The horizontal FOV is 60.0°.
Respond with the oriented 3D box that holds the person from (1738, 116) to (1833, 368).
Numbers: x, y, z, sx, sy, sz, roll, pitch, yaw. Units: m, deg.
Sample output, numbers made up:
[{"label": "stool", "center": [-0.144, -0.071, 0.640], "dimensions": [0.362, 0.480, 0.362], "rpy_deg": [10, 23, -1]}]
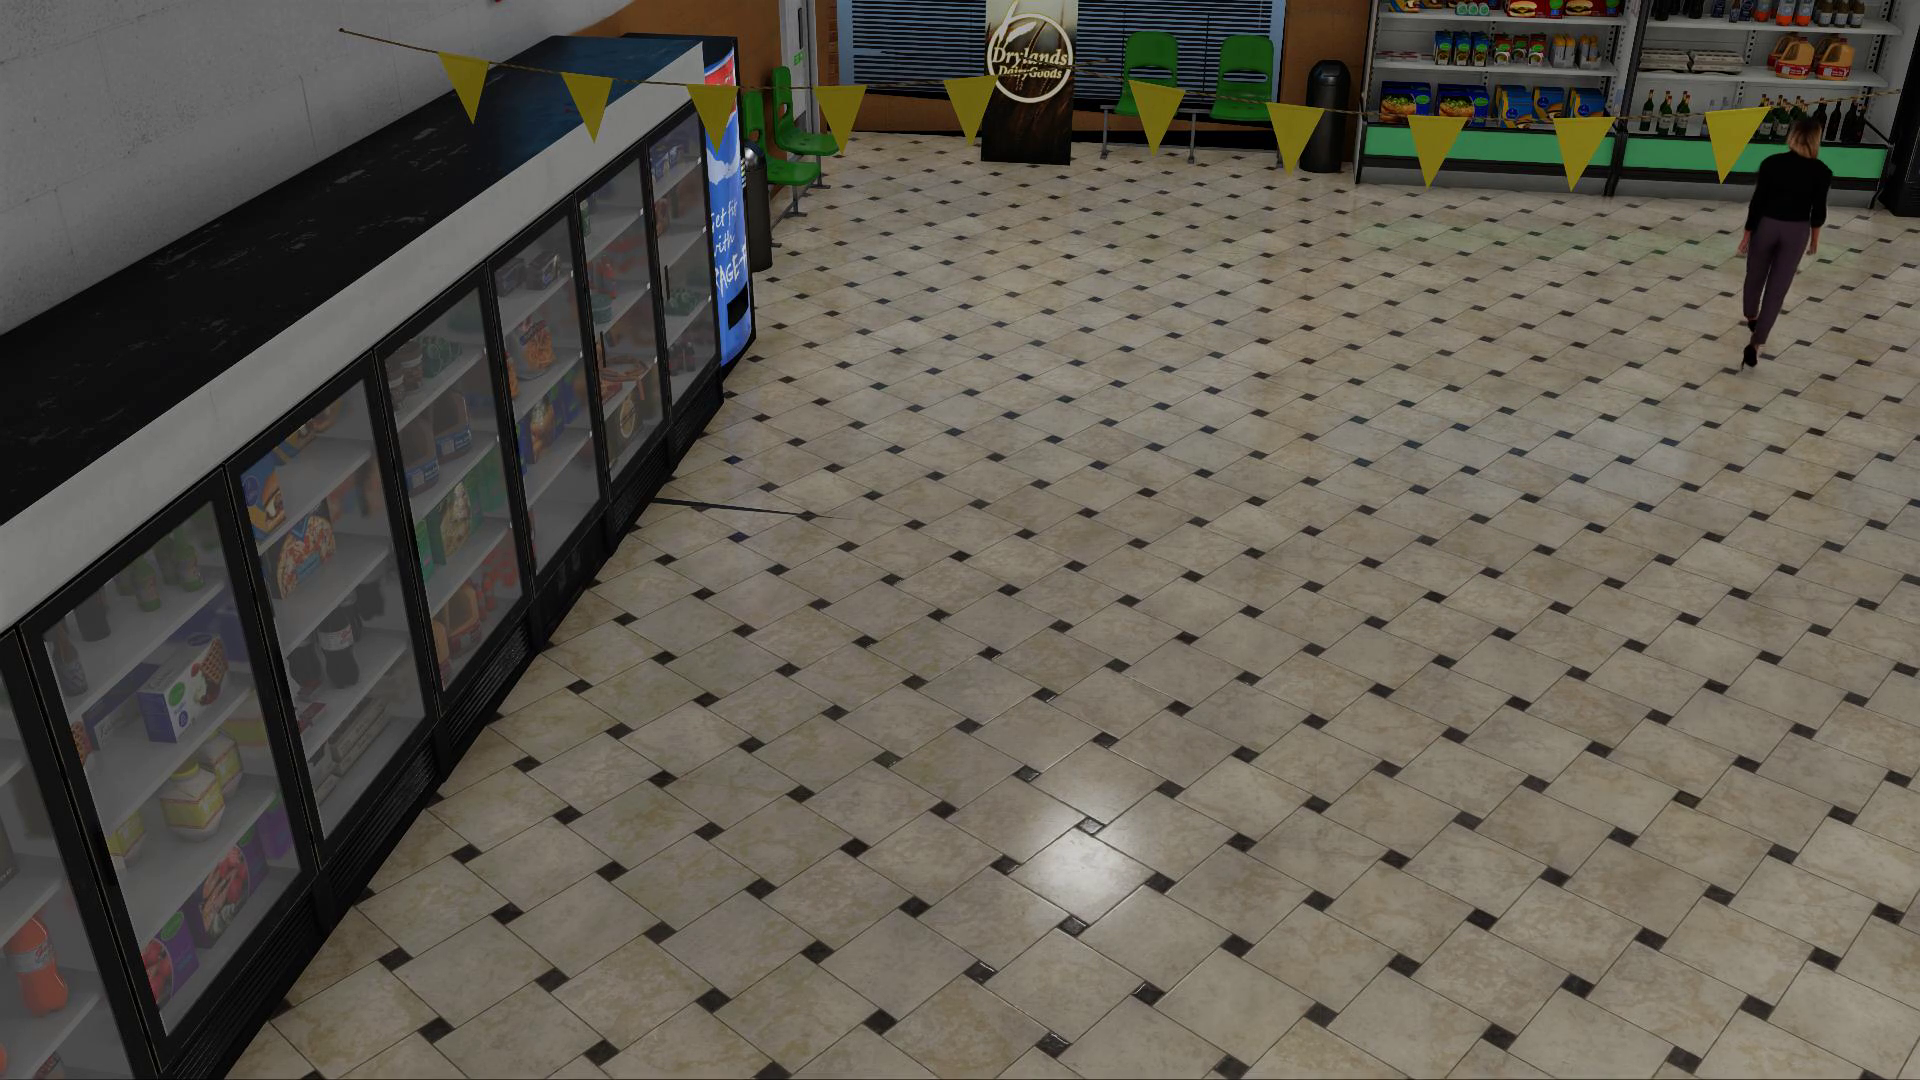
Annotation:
[{"label": "person", "center": [5.390, -1.917, 10.984], "dimensions": [1.069, 1.626, 0.949], "rpy_deg": [18, 33, 30]}]
